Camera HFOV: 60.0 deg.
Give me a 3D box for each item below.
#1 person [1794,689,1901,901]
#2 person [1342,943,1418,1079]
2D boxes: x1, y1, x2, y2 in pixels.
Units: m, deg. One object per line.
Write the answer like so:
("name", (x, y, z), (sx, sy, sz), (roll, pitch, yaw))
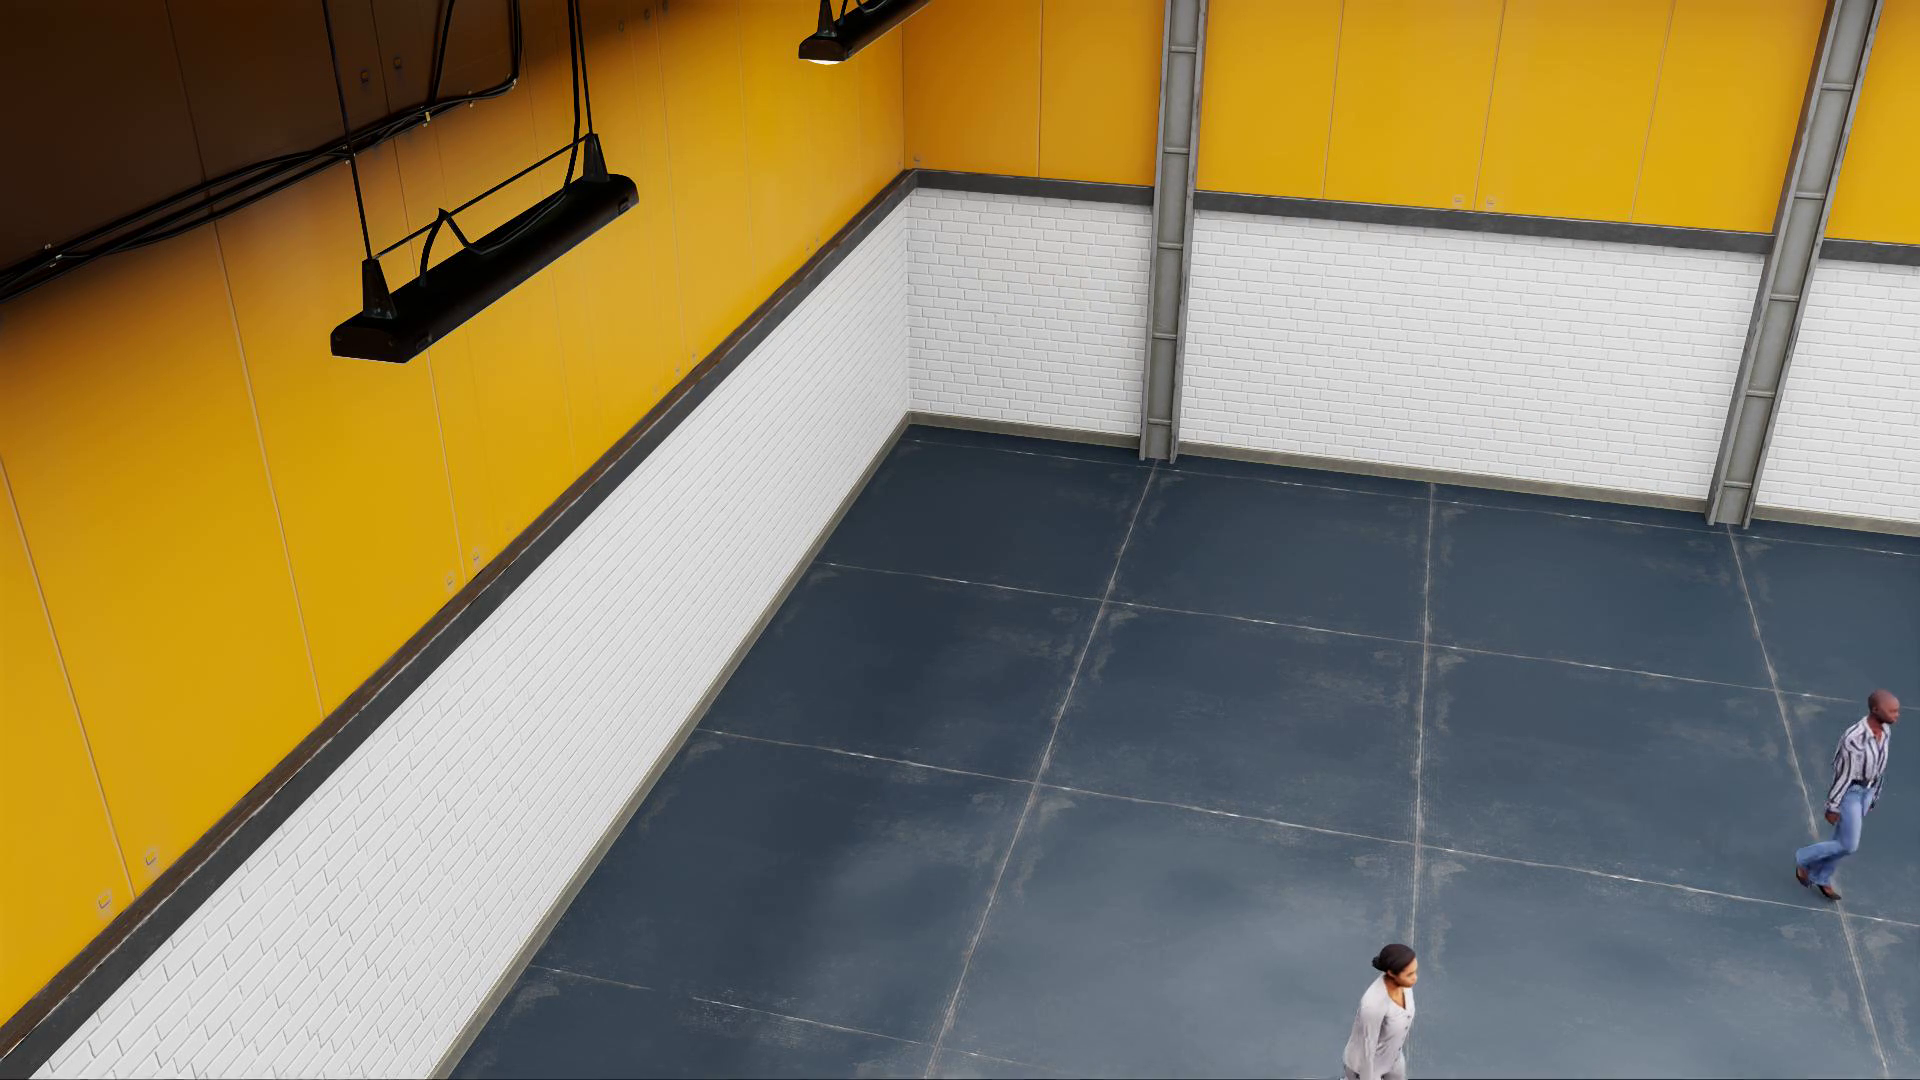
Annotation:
("person", (6.281, 1.805, 11.896), (0.793, 1.780, 0.843), (-18, 34, -30))
("person", (2.354, 3.006, 9.754), (0.871, 1.724, 0.808), (25, 37, 38))
